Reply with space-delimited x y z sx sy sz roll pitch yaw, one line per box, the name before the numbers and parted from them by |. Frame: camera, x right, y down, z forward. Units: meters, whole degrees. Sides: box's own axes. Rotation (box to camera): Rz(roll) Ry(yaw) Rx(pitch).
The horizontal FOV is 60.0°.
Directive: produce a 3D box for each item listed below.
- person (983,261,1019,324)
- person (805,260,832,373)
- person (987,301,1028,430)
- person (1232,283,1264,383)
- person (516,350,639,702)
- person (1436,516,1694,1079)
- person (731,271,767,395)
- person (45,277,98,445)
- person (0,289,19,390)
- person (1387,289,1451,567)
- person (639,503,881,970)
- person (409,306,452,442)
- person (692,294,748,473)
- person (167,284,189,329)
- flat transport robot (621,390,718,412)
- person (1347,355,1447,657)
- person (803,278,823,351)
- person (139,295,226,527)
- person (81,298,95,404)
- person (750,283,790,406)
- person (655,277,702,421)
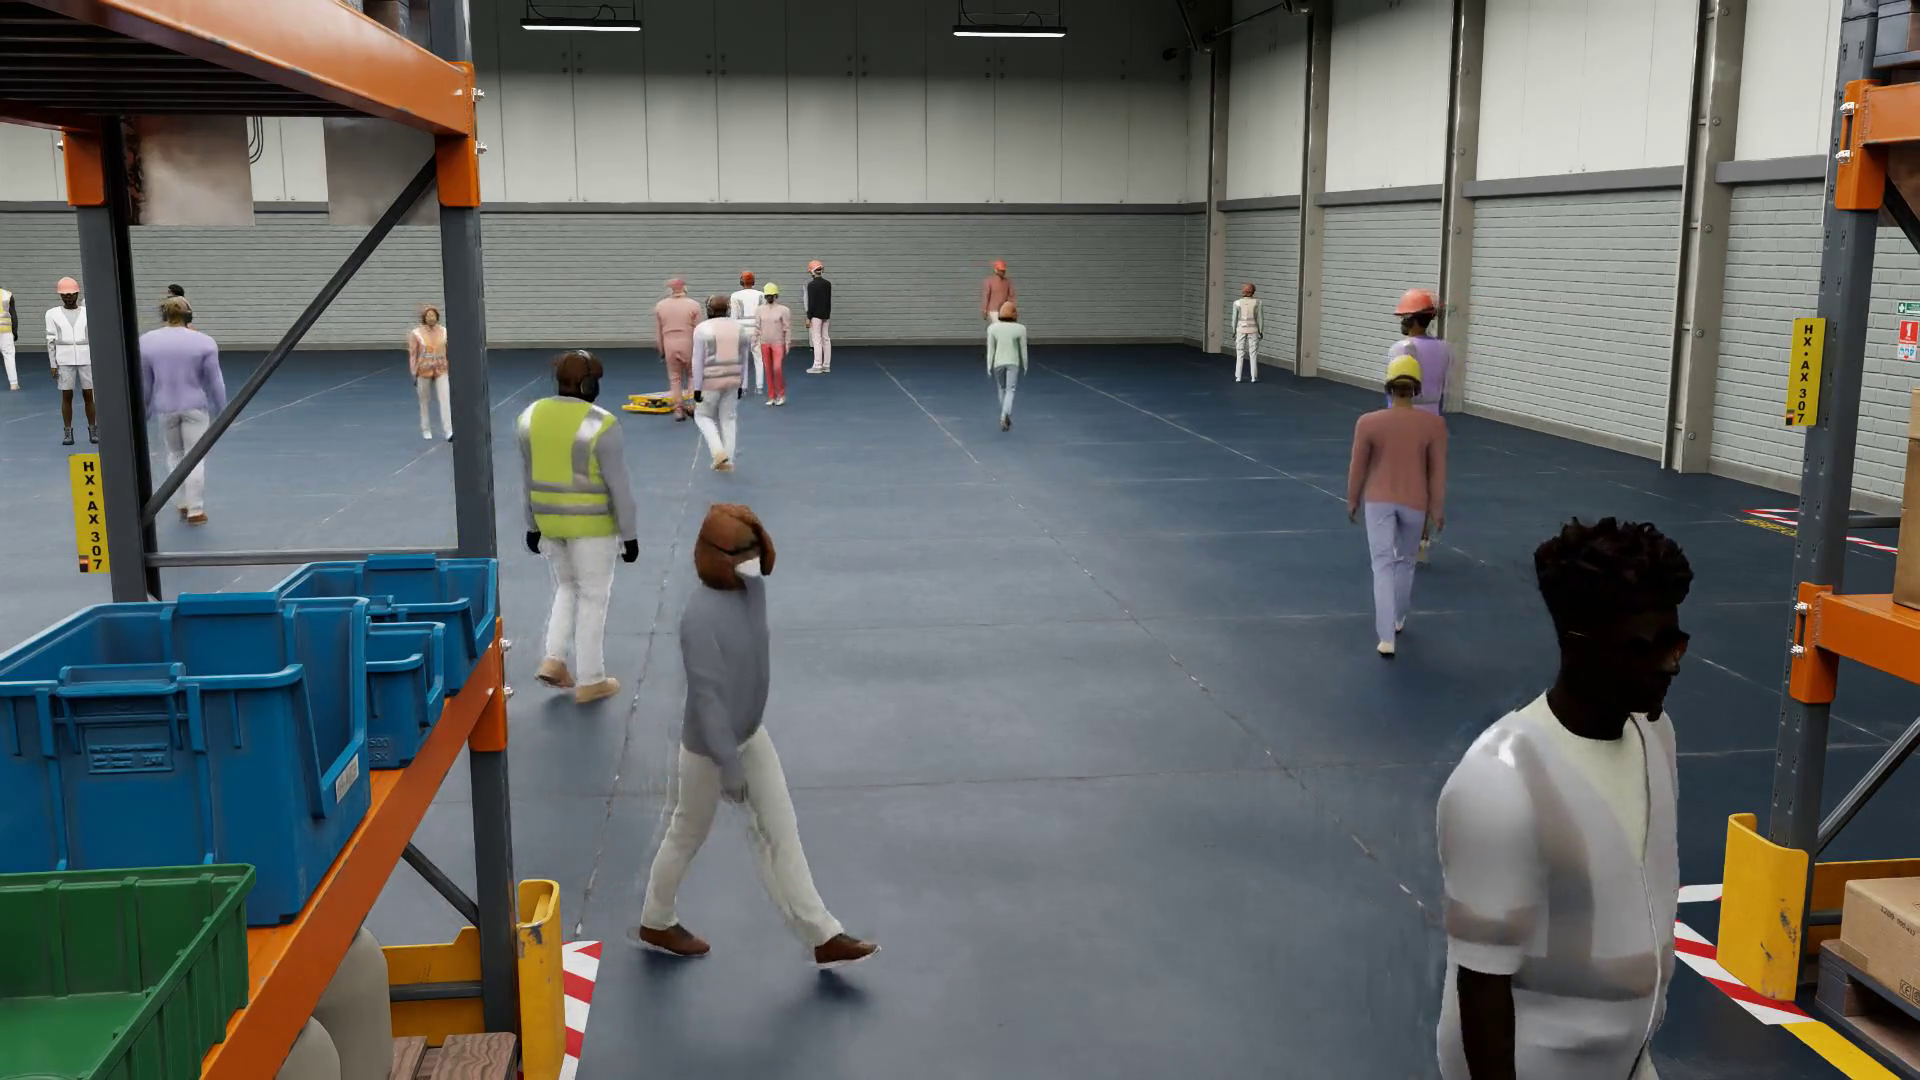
person | 0.790 -4.524 32.780 0.615 1.941 1.019 -7 13 -34
person | -2.522 -3.954 29.502 0.393 1.985 0.611 7 12 33
person | 0.582 -2.186 20.860 0.507 1.605 0.750 2 11 13
person | 4.759 -3.420 27.528 0.522 1.636 0.310 3 11 14
person | -1.950 -0.059 8.577 0.661 1.830 0.447 5 12 26
person | 1.077 0.916 2.906 0.631 1.942 0.575 -8 13 -38
person | -3.228 -3.165 25.454 0.578 1.884 0.353 -5 11 -24
person | -10.271 -2.071 19.310 0.546 1.938 0.360 -6 12 -30
person | -15.154 -3.270 26.146 0.621 1.845 0.429 -6 12 -30
person | 3.274 -0.807 12.130 0.646 2.025 0.443 -7 12 -34
person | -0.718 0.652 5.359 0.884 1.573 0.518 4 11 21
person | -6.202 -1.947 19.581 0.539 1.590 0.877 -5 12 -27
person | -2.452 -1.576 16.909 0.657 1.826 0.449 -8 13 -38
person | -11.732 -2.989 24.994 0.317 1.700 0.538 -6 12 -31
flat transport robot | -3.976 -1.947 23.198 0.652 0.197 1.431 7 12 34
person | 2.552 -0.223 9.757 0.543 1.711 0.895 2 10 10
person | -3.006 -4.904 35.123 0.587 1.835 0.404 4 11 23
person | -6.491 -1.089 13.992 0.662 1.913 0.795 -2 10 -9
person | -12.067 -2.773 23.330 0.524 1.876 0.325 6 12 32
person | -2.719 -2.777 23.700 0.536 1.752 0.545 3 11 15
person | -3.640 -2.492 21.795 0.644 1.878 0.478 1 10 6
